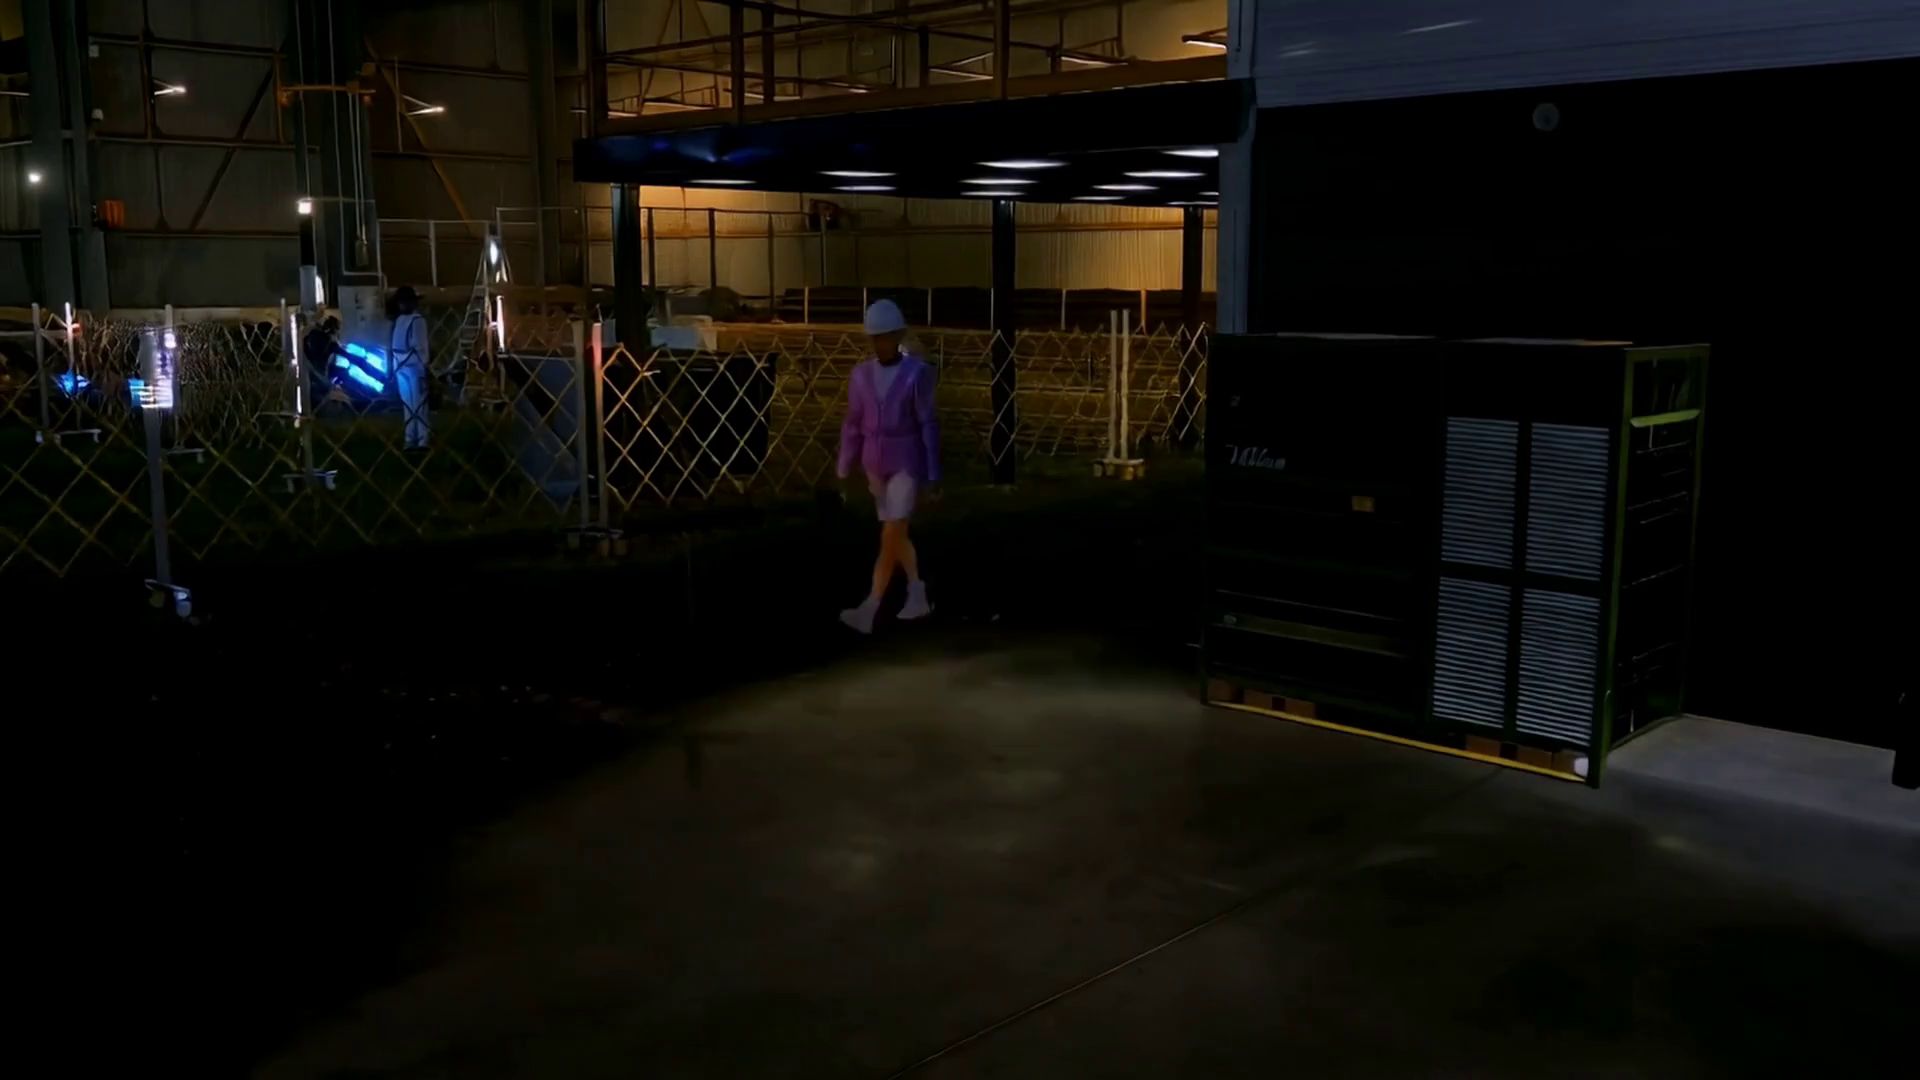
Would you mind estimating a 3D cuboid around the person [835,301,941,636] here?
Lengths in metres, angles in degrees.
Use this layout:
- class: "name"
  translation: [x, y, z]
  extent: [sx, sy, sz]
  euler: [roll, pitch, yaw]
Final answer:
- class: "person"
  translation: [-0.440, -0.417, 9.541]
  extent: [0.572, 1.878, 1.005]
  euler: [6, 11, 31]

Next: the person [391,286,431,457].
- class: "person"
  translation: [-6.084, -1.859, 18.386]
  extent: [0.585, 1.882, 0.344]
  euler: [9, 13, 42]
